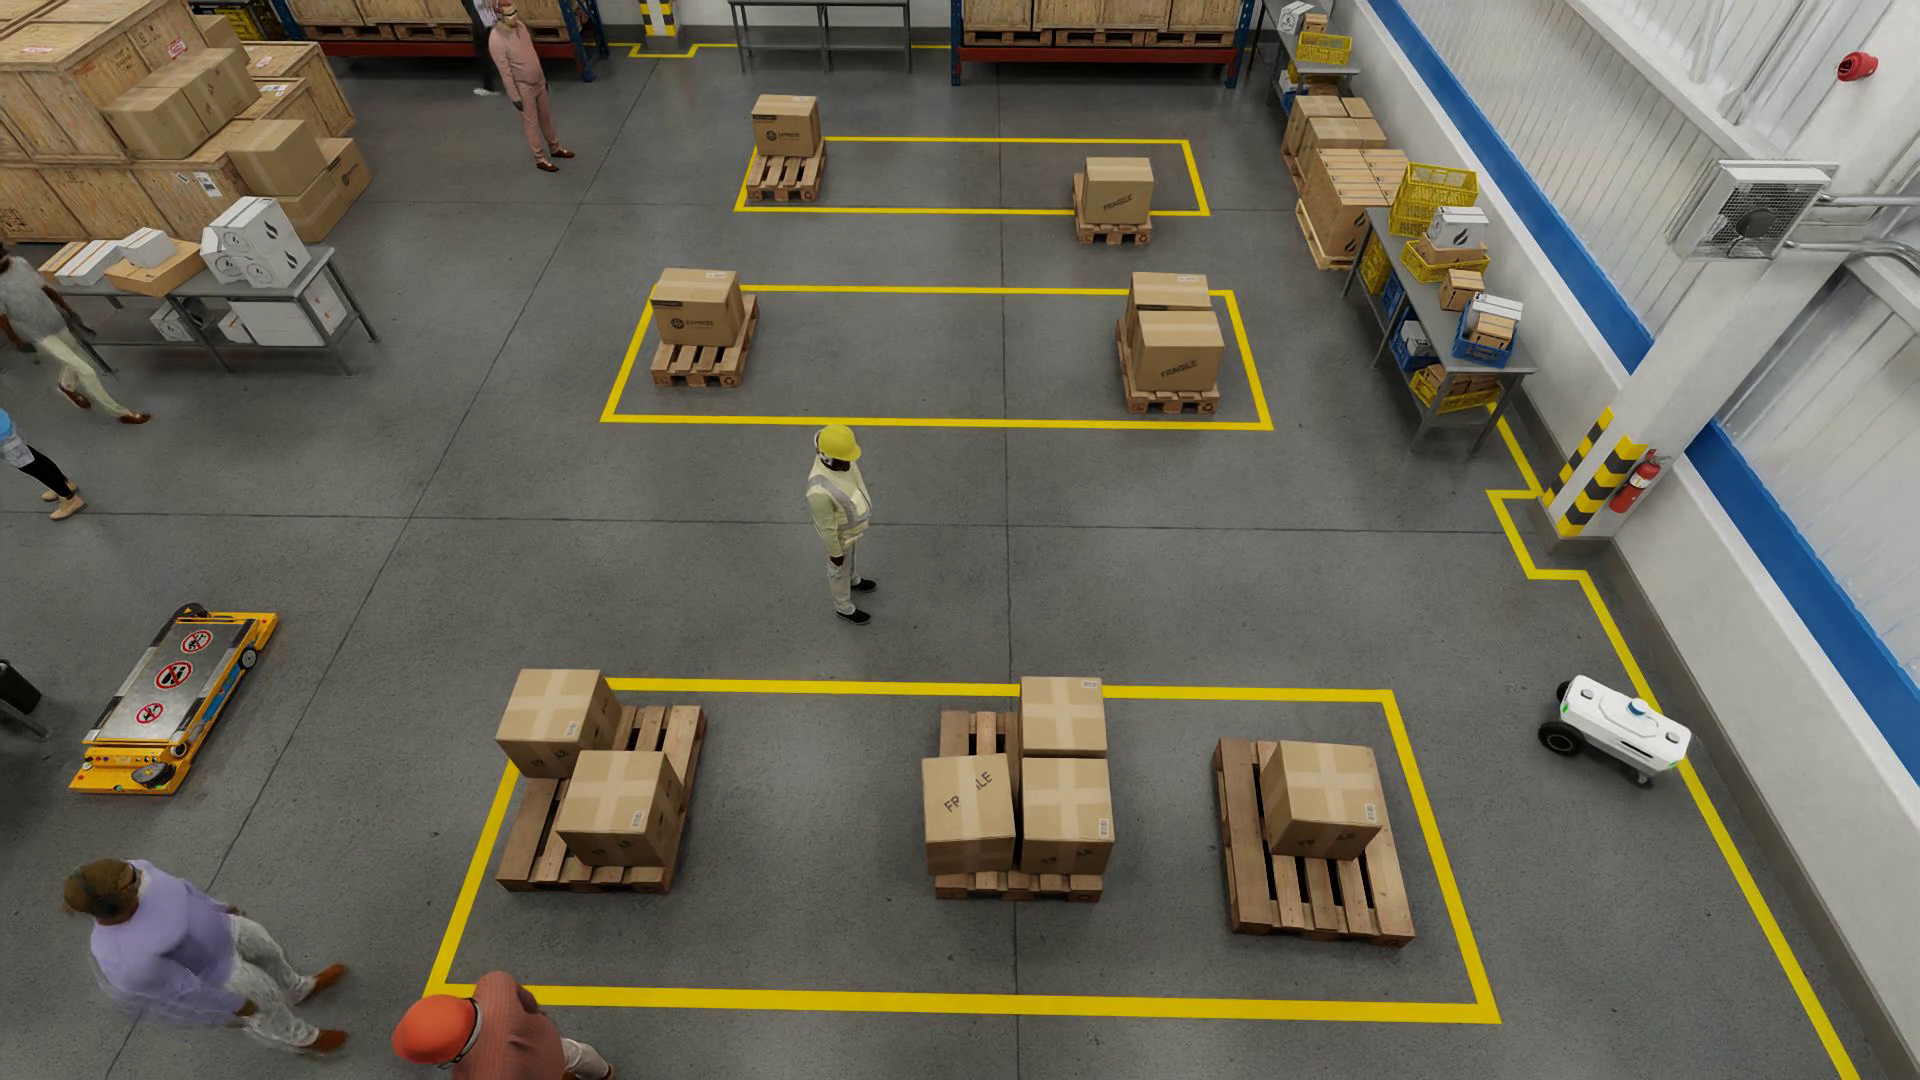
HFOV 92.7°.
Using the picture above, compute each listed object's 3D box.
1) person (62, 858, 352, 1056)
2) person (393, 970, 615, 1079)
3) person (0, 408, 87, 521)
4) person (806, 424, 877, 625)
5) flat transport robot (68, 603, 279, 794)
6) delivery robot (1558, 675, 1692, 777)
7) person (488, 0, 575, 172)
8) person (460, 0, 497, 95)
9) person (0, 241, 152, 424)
[{"bbox_3d":[-3.688,2.080,4.529,0.364,1.922,0.698,-23,54,-18],"label":"person"},{"bbox_3d":[-1.991,2.425,4.176,0.379,1.996,0.610,-9,50,-8],"label":"person"},{"bbox_3d":[-7.563,-0.850,7.139,0.318,1.699,0.535,-34,58,-26],"label":"person"},{"bbox_3d":[-0.812,-0.113,6.436,0.403,1.822,0.588,6,50,5],"label":"person"},{"bbox_3d":[-5.504,1.072,6.442,0.652,0.197,1.431,1,50,1],"label":"flat transport robot"},{"bbox_3d":[4.381,1.217,6.071,0.707,0.478,0.477,32,56,24],"label":"delivery robot"},{"bbox_3d":[-5.088,-5.356,10.825,0.403,1.899,0.645,12,51,10],"label":"person"},{"bbox_3d":[-6.241,-6.844,12.105,0.986,1.873,0.603,3,50,2],"label":"person"},{"bbox_3d":[-7.890,-1.794,7.858,0.878,1.824,0.508,2,50,2],"label":"person"}]
